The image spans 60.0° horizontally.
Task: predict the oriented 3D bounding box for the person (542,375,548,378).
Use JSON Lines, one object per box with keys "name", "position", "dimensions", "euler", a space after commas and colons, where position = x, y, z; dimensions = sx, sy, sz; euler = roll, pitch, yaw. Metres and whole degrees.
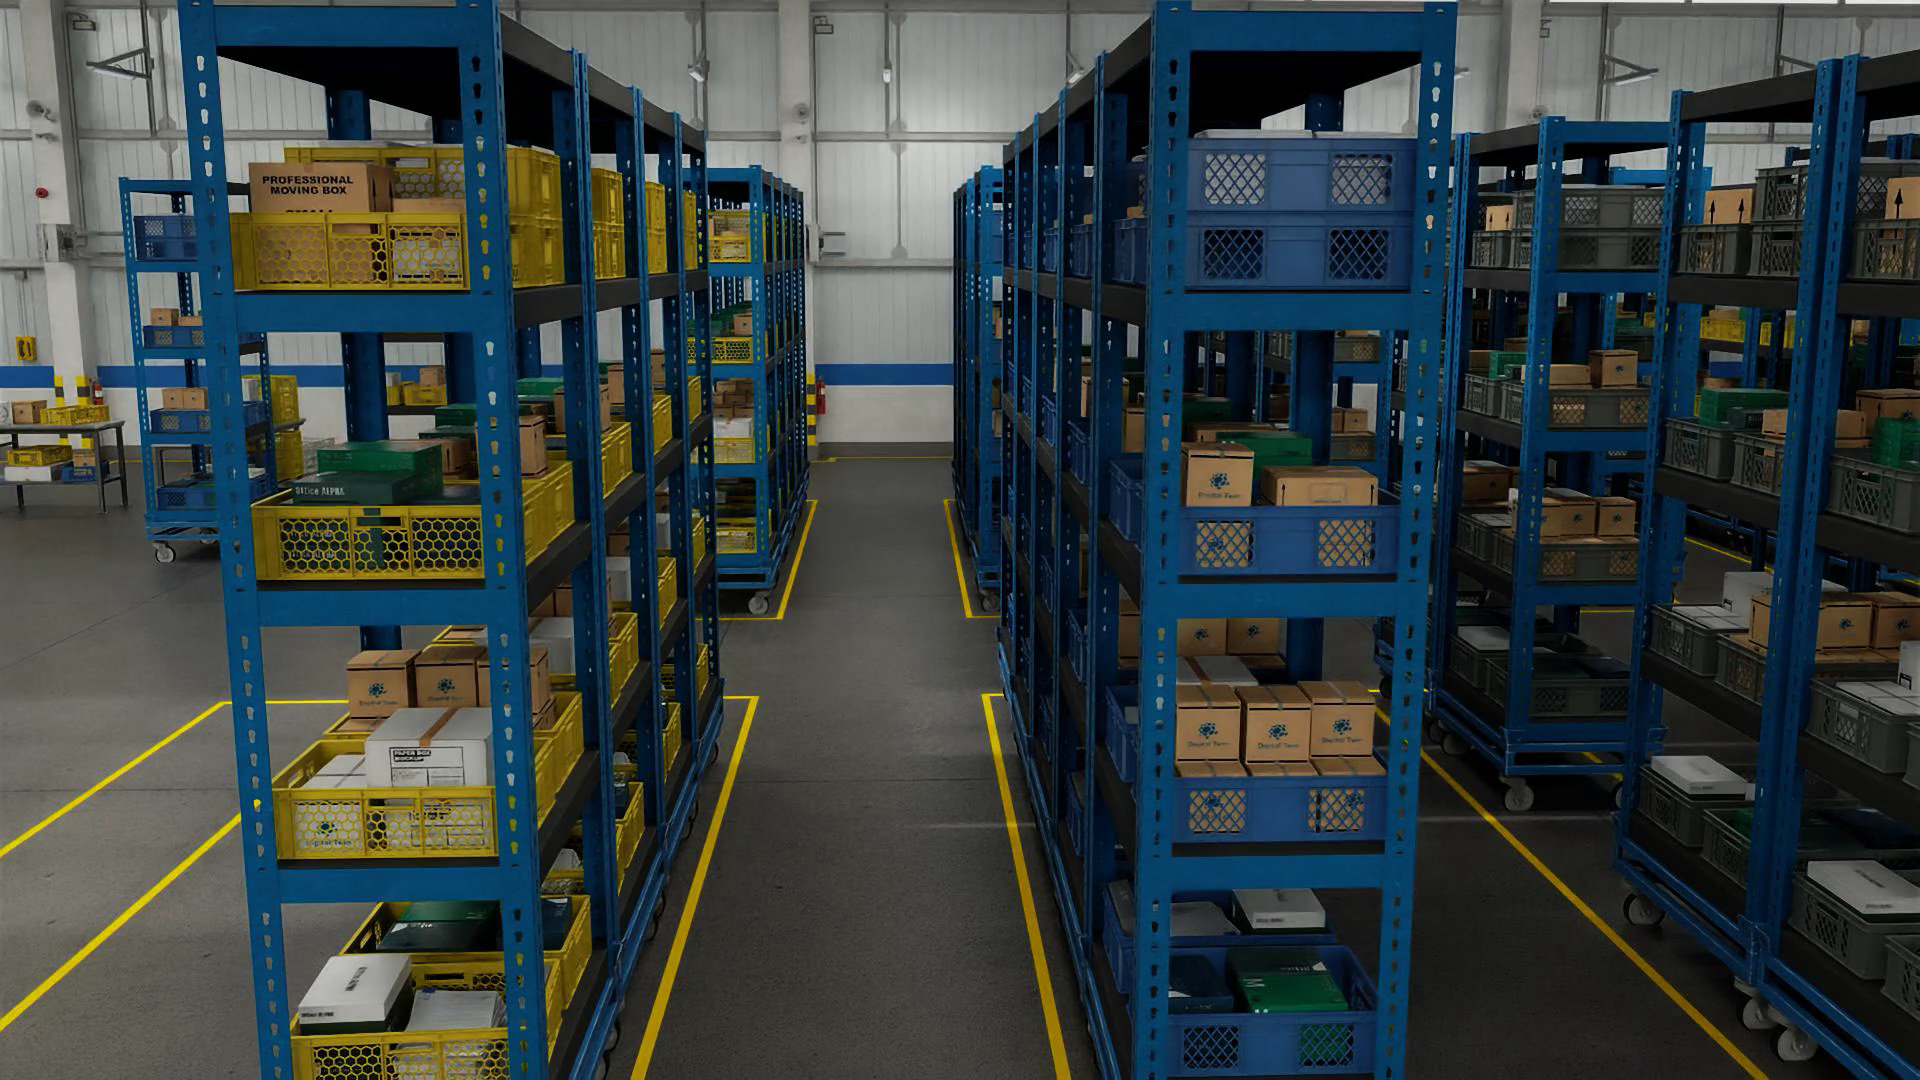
{"name": "person", "position": [-3.073, -0.205, 12.339], "dimensions": [0.396, 2.044, 0.609], "euler": [-3, 10, -15]}
